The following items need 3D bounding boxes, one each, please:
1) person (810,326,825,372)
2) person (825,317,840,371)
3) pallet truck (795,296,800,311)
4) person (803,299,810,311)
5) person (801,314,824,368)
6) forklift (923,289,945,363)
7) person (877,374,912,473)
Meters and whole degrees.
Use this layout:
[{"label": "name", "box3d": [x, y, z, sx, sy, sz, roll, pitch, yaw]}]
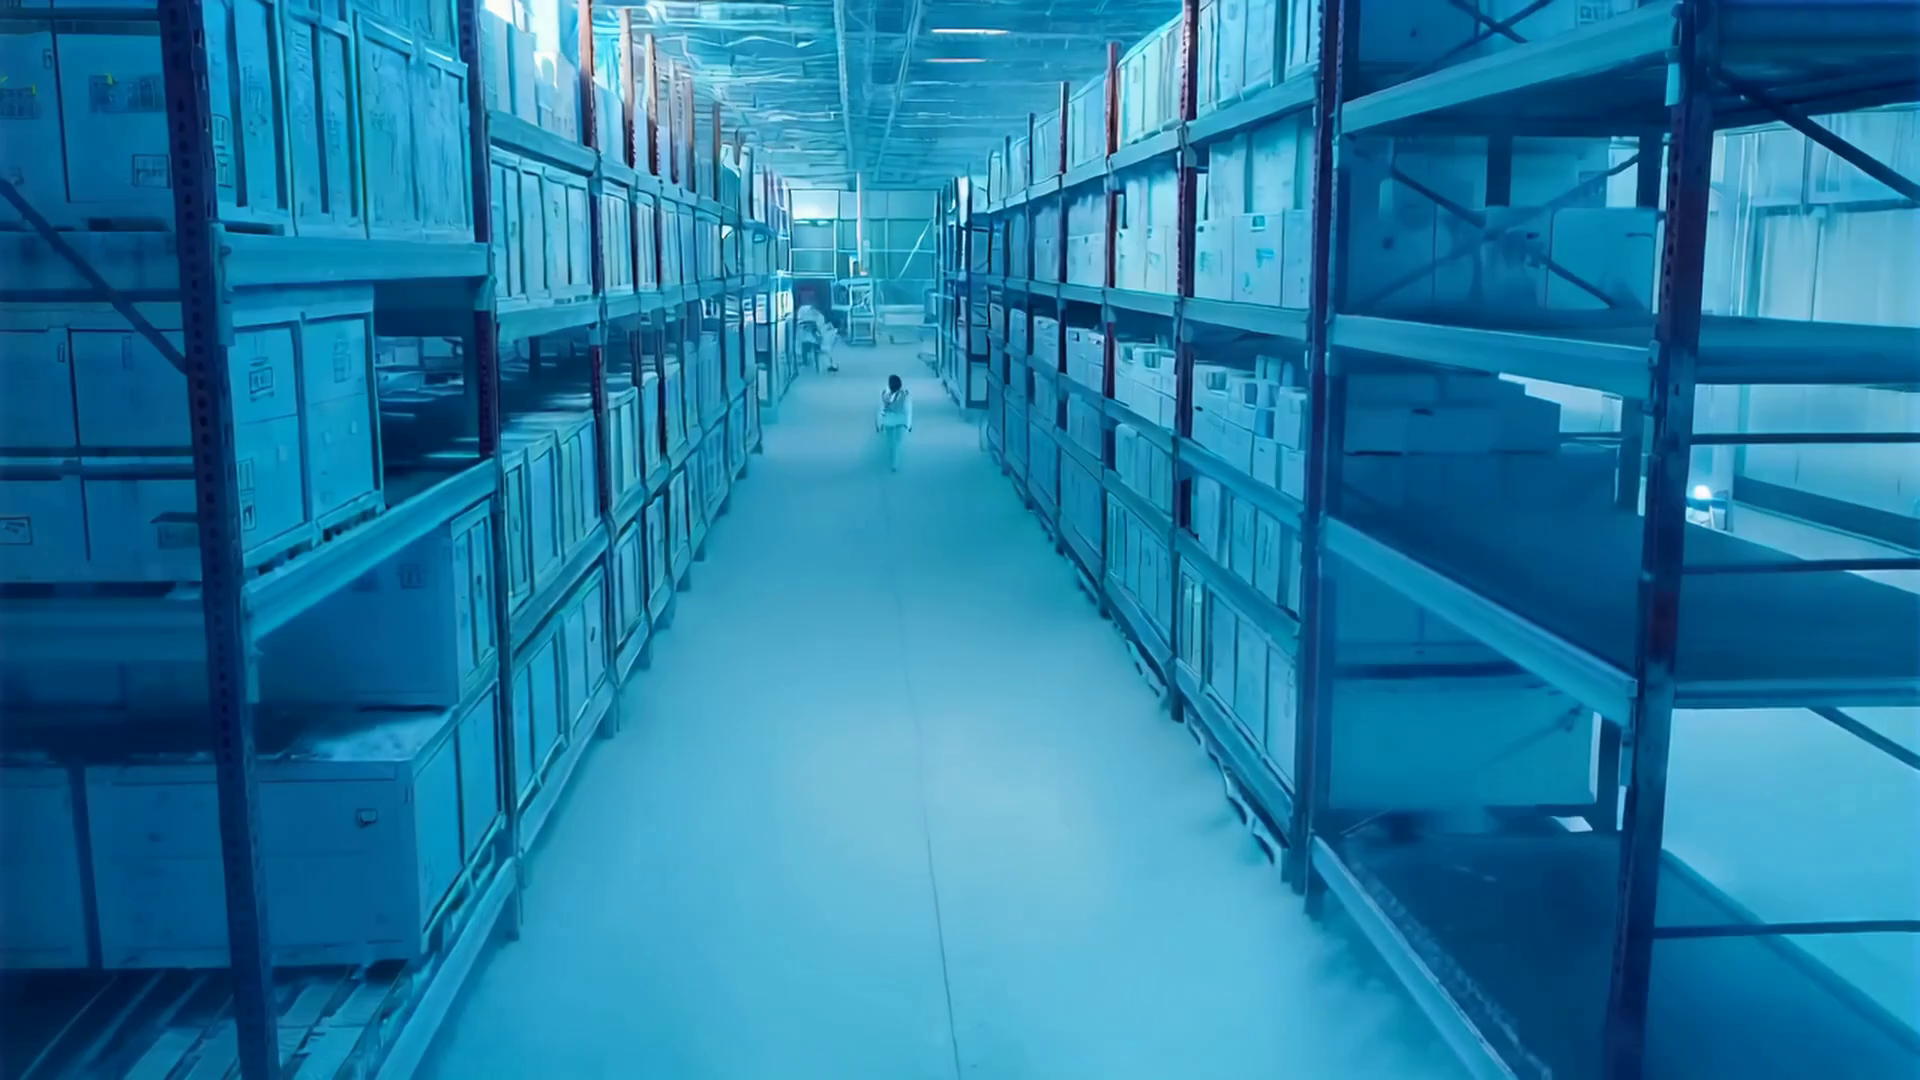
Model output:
[{"label": "person", "box3d": [-4.958, -6.653, 57.936, 0.539, 1.623, 0.520, -3, 10, -19]}, {"label": "person", "box3d": [-4.470, -6.892, 58.583, 0.503, 1.932, 0.656, -8, 13, -40]}, {"label": "pallet truck", "box3d": [-8.622, -12.439, 91.403, 1.885, 1.965, 0.823, 2, 10, 13]}, {"label": "person", "box3d": [-8.016, -11.704, 87.270, 0.828, 1.920, 0.637, -6, 11, -30]}, {"label": "person", "box3d": [-5.433, -7.262, 60.668, 1.038, 1.944, 0.648, 9, 13, 42]}, {"label": "forklift", "box3d": [-0.813, -8.131, 63.039, 1.129, 2.768, 1.873, -1, 10, -3]}, {"label": "person", "box3d": [-1.186, -2.162, 30.618, 0.632, 1.805, 0.931, 2, 10, 12]}]
